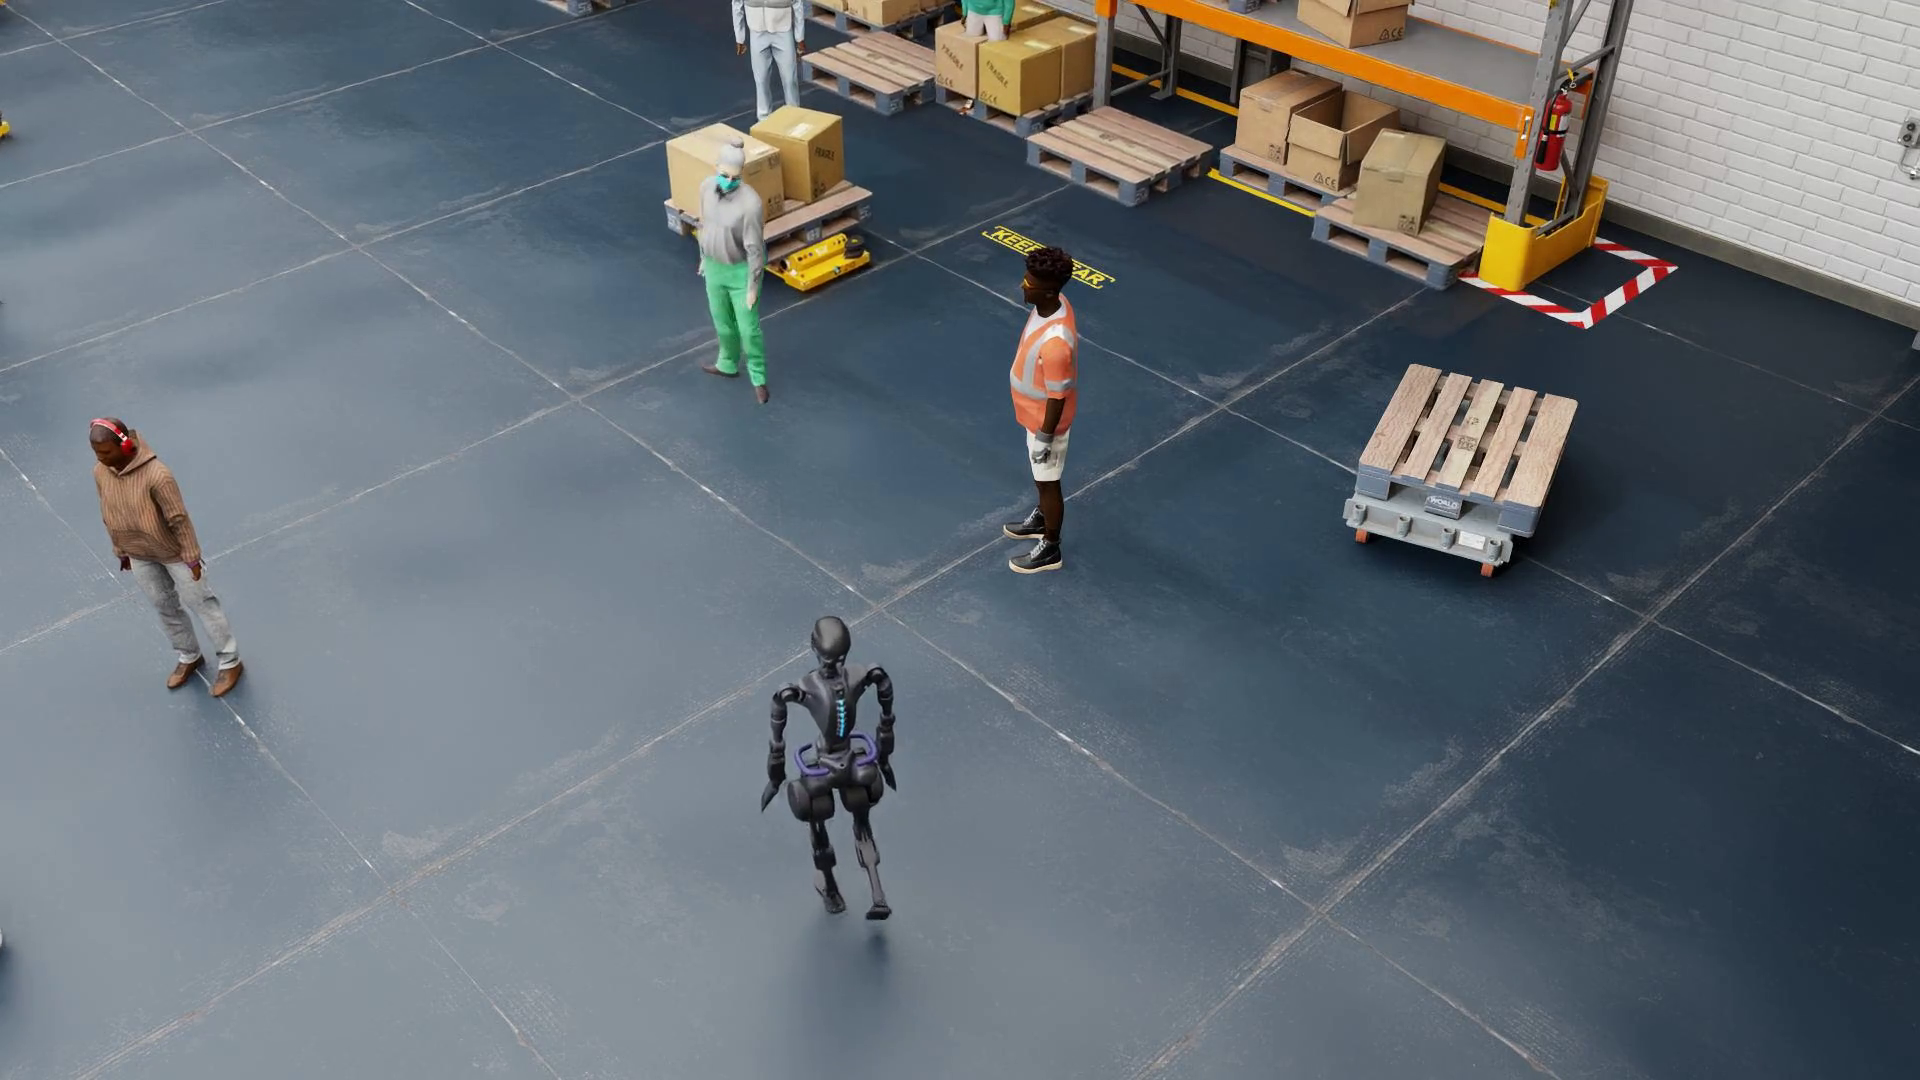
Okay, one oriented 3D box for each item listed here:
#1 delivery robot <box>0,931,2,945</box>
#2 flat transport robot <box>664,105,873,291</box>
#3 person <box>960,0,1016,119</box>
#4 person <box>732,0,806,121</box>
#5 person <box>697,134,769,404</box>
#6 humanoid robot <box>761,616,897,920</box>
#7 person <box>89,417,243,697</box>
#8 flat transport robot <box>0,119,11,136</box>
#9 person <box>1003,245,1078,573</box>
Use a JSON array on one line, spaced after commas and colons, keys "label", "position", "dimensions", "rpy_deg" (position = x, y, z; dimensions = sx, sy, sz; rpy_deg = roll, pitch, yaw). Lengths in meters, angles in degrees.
[{"label": "delivery robot", "position": [-4.555, 1.566, 7.239], "dimensions": [0.515, 0.614, 0.786], "rpy_deg": [-27, 44, -31]}, {"label": "flat transport robot", "position": [-1.409, -2.297, 12.574], "dimensions": [1.431, 0.231, 0.659], "rpy_deg": [31, 47, 34]}, {"label": "person", "position": [0.251, -4.523, 14.220], "dimensions": [0.502, 1.843, 0.394], "rpy_deg": [20, 41, 24]}, {"label": "person", "position": [-1.569, -4.189, 13.724], "dimensions": [0.596, 1.907, 0.410], "rpy_deg": [1, 37, 2]}, {"label": "person", "position": [-1.503, -1.748, 10.568], "dimensions": [0.692, 1.829, 0.330], "rpy_deg": [25, 43, 29]}, {"label": "humanoid robot", "position": [-0.529, 1.028, 7.013], "dimensions": [0.593, 1.645, 0.474], "rpy_deg": [-13, 39, -17]}, {"label": "person", "position": [-3.990, 0.066, 8.305], "dimensions": [0.472, 1.642, 0.334], "rpy_deg": [6, 38, 8]}, {"label": "flat transport robot", "position": [-8.958, -3.530, 14.206], "dimensions": [1.431, 0.231, 0.659], "rpy_deg": [10, 38, 13]}, {"label": "person", "position": [0.447, -0.705, 9.060], "dimensions": [0.368, 1.966, 0.605], "rpy_deg": [-2, 37, -2]}]
